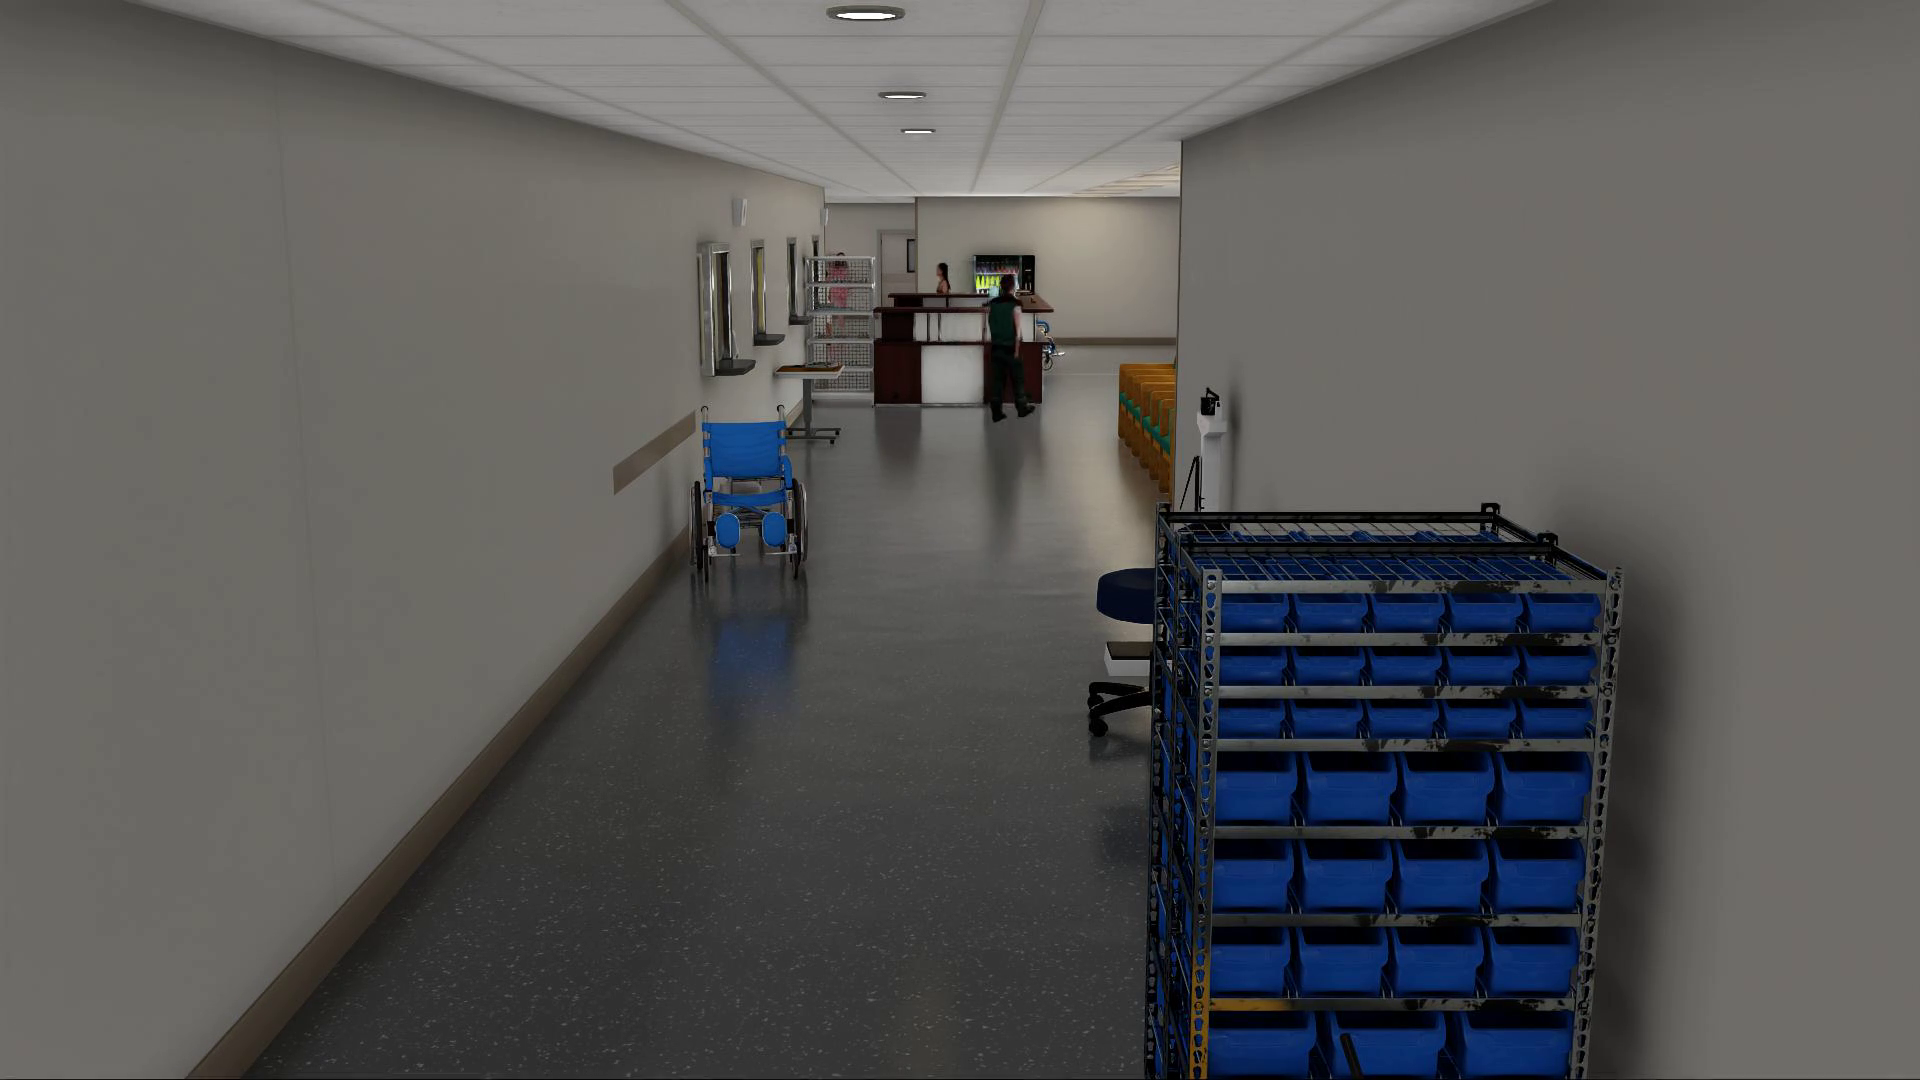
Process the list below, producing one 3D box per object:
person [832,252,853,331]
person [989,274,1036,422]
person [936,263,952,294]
[{"bbox_3d":[-2.753,-5.786,38.749,0.693,1.787,0.779,-3,11,-15],"label":"person"},{"bbox_3d":[0.528,-2.367,20.676,1.057,1.809,1.039,6,13,31],"label":"person"},{"bbox_3d":[-0.208,-3.995,29.451,1.143,1.735,0.611,0,11,0],"label":"person"}]
